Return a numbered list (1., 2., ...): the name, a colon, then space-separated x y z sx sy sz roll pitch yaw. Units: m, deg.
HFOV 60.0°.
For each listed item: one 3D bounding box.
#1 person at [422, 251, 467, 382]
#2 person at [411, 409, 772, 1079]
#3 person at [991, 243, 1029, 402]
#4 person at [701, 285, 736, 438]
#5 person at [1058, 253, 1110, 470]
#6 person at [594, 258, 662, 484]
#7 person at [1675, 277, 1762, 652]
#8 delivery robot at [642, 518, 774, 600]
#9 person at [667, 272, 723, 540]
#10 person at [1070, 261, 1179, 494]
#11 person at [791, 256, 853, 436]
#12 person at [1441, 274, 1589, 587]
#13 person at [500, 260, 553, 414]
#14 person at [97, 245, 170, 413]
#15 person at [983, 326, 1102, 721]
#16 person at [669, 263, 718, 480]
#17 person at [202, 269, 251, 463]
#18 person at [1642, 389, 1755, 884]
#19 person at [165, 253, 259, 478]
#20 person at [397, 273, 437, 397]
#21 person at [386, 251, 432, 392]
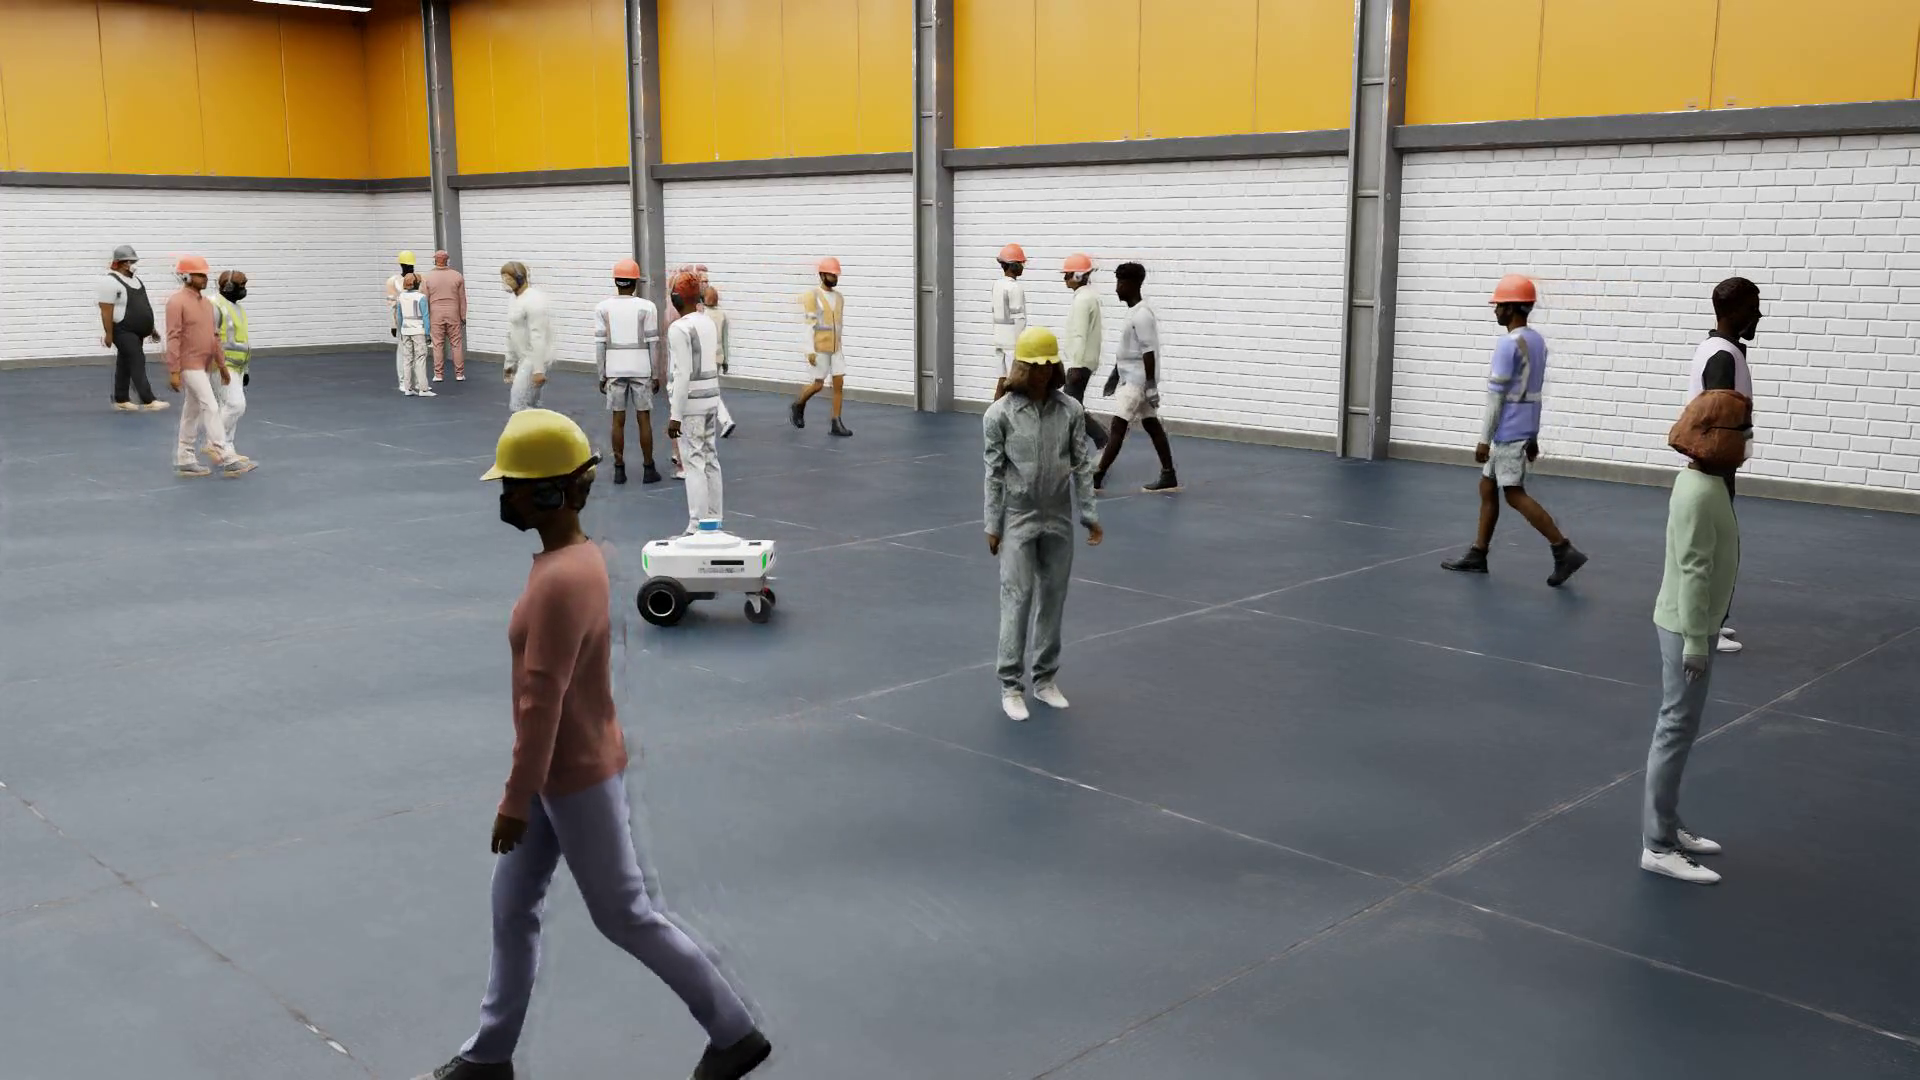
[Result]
1. person: -7.532 -3.262 24.300 0.639 1.908 0.409 -4 11 -22
2. person: -0.908 0.541 4.027 0.875 1.729 0.521 -3 11 -14
3. person: 0.536 -2.018 17.132 0.365 2.048 0.608 -5 11 -23
4. person: -2.638 -1.899 17.662 0.794 1.610 0.510 8 13 36
5. person: 1.115 -1.592 15.001 0.518 1.975 0.635 1 10 6
6. person: -2.848 -1.446 14.310 0.546 1.939 0.375 0 10 1
7. person: 3.920 -0.397 8.644 0.378 1.917 0.597 4 11 20
8. delivery robot: -1.397 0.124 9.269 0.707 0.478 0.477 0 10 -1
9. person: -1.830 -0.888 11.412 0.346 1.882 0.578 3 11 18
10. person: 1.370 -1.323 13.698 0.994 1.911 0.612 1 10 4
11. person: -1.475 -2.073 17.782 0.549 1.915 0.737 -10 14 -44
12. person: 3.462 -0.674 10.214 0.909 1.910 0.546 8 13 37
13. person: -3.883 -1.552 14.952 0.436 1.912 0.690 -5 11 -25
14. person: -9.938 -2.560 20.102 0.927 2.000 0.694 0 10 1
15. person: 0.348 -0.082 7.405 0.500 1.738 0.364 -5 11 -24
16. person: -2.321 -1.458 14.514 0.429 1.886 0.630 -1 10 -7
17. person: -6.808 -1.598 15.465 0.438 1.817 0.640 0 10 0
18. person: 2.472 0.308 5.571 0.283 1.632 0.523 5 11 24
19. person: -6.581 -1.524 14.654 0.905 1.960 0.647 0 10 1
20. person: -7.210 -2.707 22.001 0.522 1.640 0.306 5 11 25
21. person: -7.525 -2.985 22.756 0.390 1.923 0.588 9 14 40
